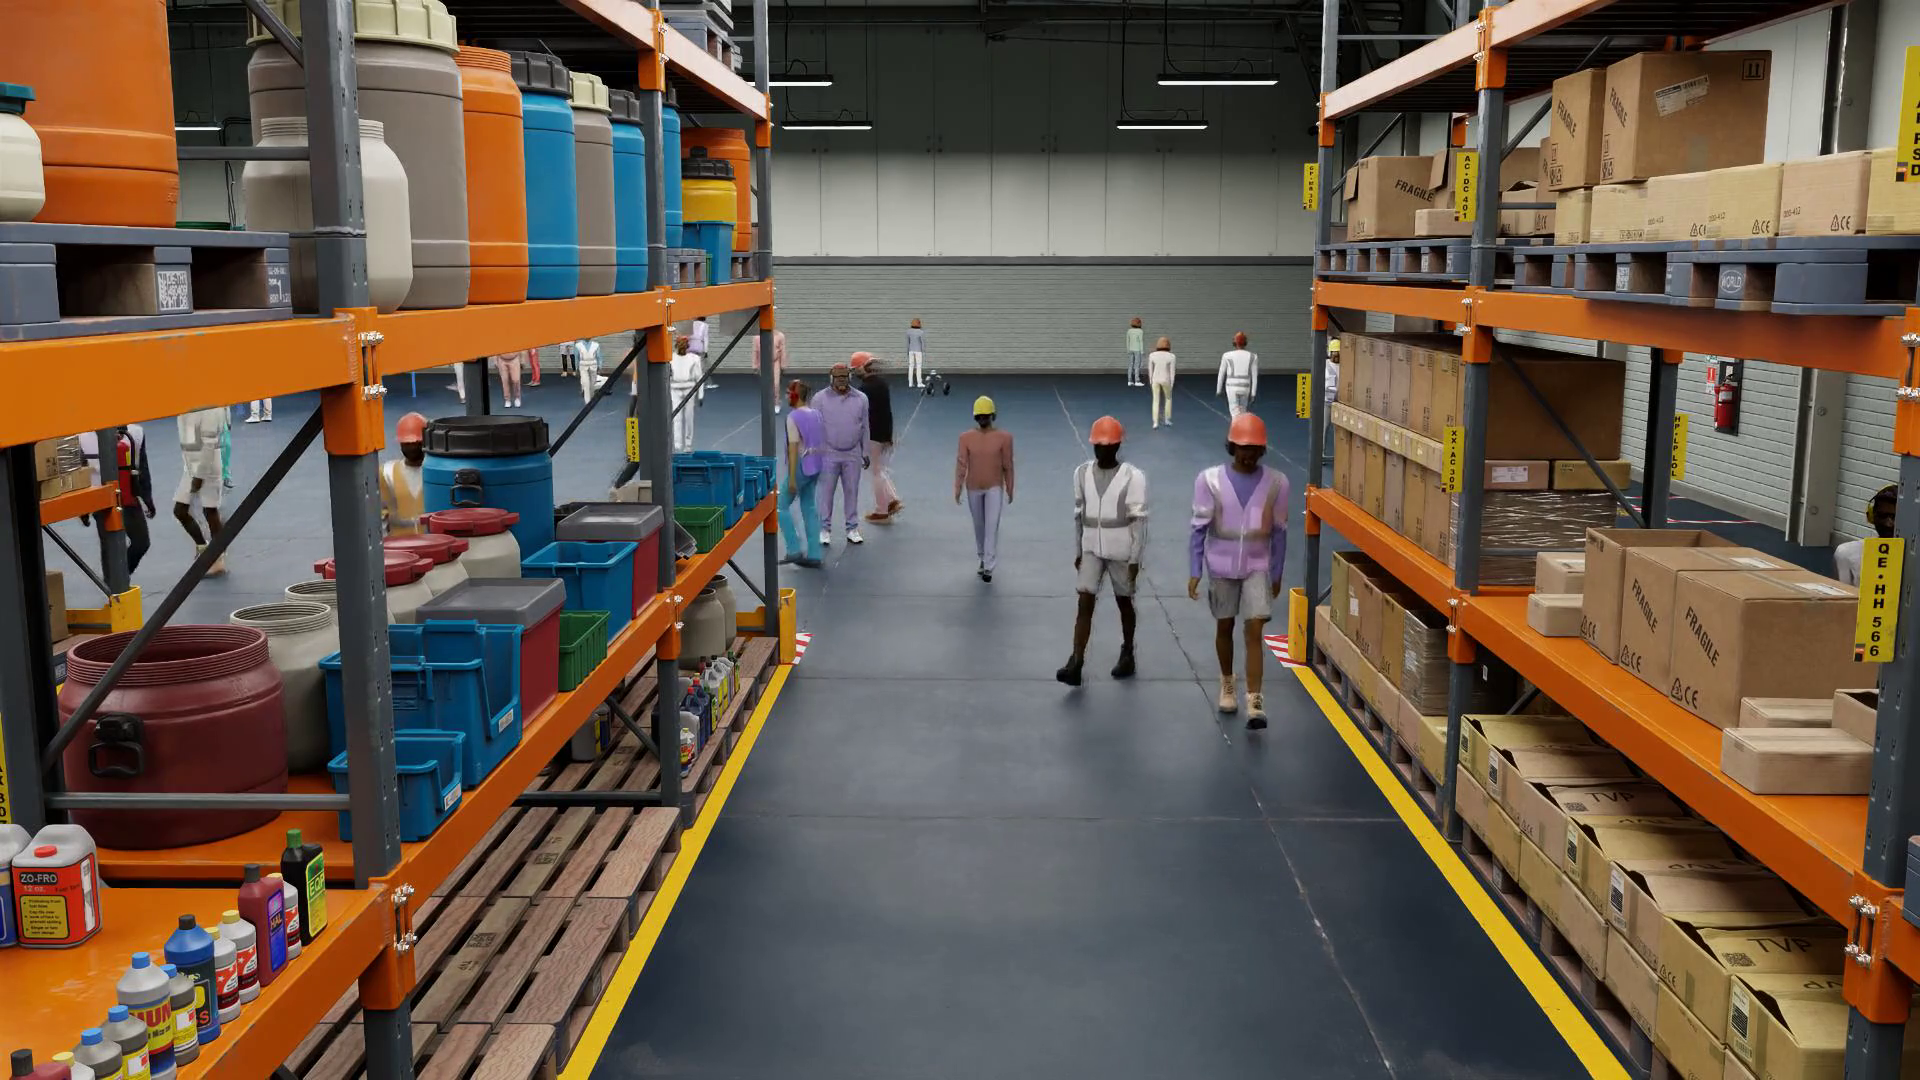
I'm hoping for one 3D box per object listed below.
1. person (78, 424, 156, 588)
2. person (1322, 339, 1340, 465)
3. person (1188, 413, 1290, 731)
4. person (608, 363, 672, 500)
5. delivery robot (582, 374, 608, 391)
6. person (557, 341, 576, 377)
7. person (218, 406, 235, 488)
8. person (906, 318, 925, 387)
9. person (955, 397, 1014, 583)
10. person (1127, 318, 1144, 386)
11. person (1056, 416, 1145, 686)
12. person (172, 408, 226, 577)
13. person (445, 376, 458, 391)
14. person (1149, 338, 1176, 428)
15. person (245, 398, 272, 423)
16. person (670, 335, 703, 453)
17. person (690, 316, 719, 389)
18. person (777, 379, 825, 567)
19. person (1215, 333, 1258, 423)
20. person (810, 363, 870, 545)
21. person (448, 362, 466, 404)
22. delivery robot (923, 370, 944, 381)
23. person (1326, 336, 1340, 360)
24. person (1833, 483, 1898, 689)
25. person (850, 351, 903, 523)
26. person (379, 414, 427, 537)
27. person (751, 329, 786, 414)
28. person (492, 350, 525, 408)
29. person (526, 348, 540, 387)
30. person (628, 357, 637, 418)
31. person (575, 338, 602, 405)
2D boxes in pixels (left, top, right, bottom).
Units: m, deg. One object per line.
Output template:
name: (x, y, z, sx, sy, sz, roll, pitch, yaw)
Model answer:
person: (-7.149, -0.335, 14.067, 0.460, 1.902, 0.624, 9, 13, 43)
person: (5.477, -2.018, 24.357, 0.590, 1.833, 0.404, -1, 10, -8)
person: (1.777, 0.195, 10.610, 0.638, 1.986, 1.030, 1, 10, 6)
person: (-3.873, -1.336, 20.497, 1.000, 1.779, 0.528, -4, 10, -25)
delivery robot: (-8.109, -3.511, 36.966, 0.477, 0.478, 0.707, 3, 10, 17)
person: (-10.176, -5.071, 43.049, 0.537, 1.696, 0.321, -7, 12, -35)
person: (-9.709, -1.521, 21.606, 0.593, 1.743, 0.559, 9, 13, 43)
person: (-1.049, -4.452, 39.528, 0.509, 1.631, 0.267, 5, 11, 27)
person: (0.217, -0.480, 15.514, 0.532, 1.707, 0.949, 2, 10, 13)
person: (4.218, -4.516, 39.912, 0.270, 1.631, 0.508, -8, 13, -41)
person: (1.009, 0.081, 11.627, 0.582, 1.878, 1.013, 5, 11, 27)
person: (-7.148, -0.646, 15.595, 0.600, 2.019, 0.490, 6, 11, 31)
person: (-11.468, -4.244, 38.194, 0.738, 1.669, 0.544, -1, 10, -8)
person: (3.645, -2.825, 29.864, 0.512, 1.608, 0.702, 4, 10, 21)
person: (-13.054, -3.123, 30.776, 0.401, 1.901, 0.642, 5, 11, 29)
person: (-4.254, -2.231, 25.590, 0.596, 1.859, 0.814, -1, 10, -7)
person: (-6.013, -4.440, 38.693, 0.622, 1.883, 0.831, 6, 11, 31)
person: (-1.598, -0.646, 16.150, 0.583, 1.823, 0.590, 4, 10, 22)
person: (4.373, -2.353, 26.331, 0.600, 1.832, 0.968, -1, 10, -5)
person: (-1.247, -0.910, 17.501, 0.642, 1.909, 0.399, -3, 10, -16)
person: (-10.338, -3.775, 34.611, 0.651, 1.914, 0.888, -3, 10, -19)
delivery robot: (-0.587, -3.684, 37.206, 0.335, 0.223, 0.698, 4, 10, 24)
person: (7.120, -3.409, 32.194, 0.896, 2.000, 0.645, -8, 12, -38)
person: (4.624, 0.638, 8.366, 0.521, 1.862, 0.334, 2, 10, 12)
person: (-1.006, -1.164, 18.848, 0.469, 1.959, 0.657, 4, 10, 23)
person: (-3.707, 0.104, 11.389, 0.571, 1.913, 0.780, -2, 10, -14)
person: (-3.753, -3.396, 32.462, 0.642, 1.882, 0.740, 1, 10, 5)
person: (-9.200, -3.627, 33.847, 0.639, 1.883, 0.611, -1, 10, -7)
person: (-10.244, -4.562, 39.792, 0.315, 1.769, 0.523, -5, 11, -28)
person: (-5.672, -2.884, 30.066, 0.858, 1.642, 0.549, -9, 13, -43)
person: (-7.549, -3.479, 33.758, 0.521, 1.609, 0.775, -4, 10, -20)
